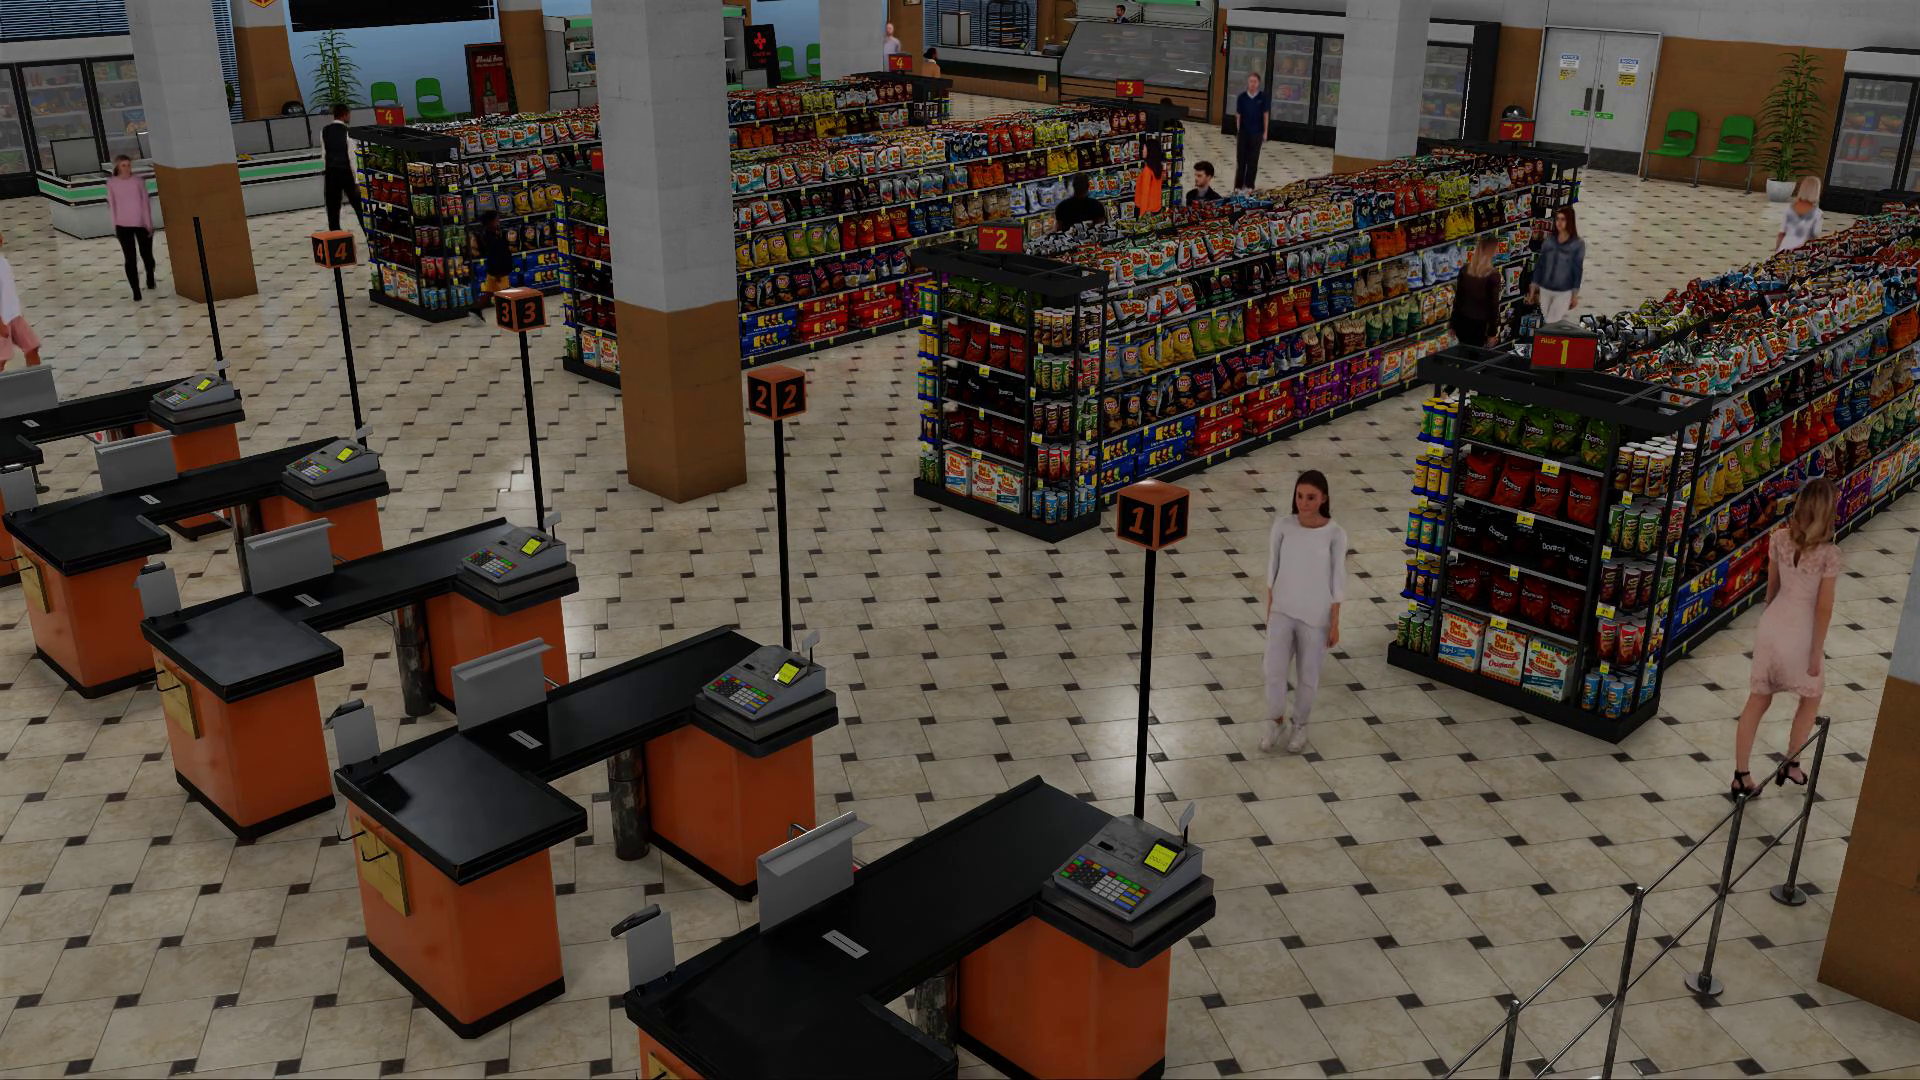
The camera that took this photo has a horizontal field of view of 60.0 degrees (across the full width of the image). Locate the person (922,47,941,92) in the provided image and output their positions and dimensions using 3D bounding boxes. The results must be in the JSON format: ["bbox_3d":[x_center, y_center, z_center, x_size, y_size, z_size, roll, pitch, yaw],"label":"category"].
[{"bbox_3d":[-0.511,-8.080,30.343,0.614,1.754,0.690,-16,27,-34],"label":"person"}]

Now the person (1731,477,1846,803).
[{"bbox_3d":[4.290,0.572,8.738,0.848,1.807,0.721,-12,25,-28],"label":"person"}]

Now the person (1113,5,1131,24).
[{"bbox_3d":[3.711,-11.415,38.493,0.630,1.866,0.550,20,30,41],"label":"person"}]

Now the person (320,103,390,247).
[{"bbox_3d":[-8.159,-4.730,21.830,1.099,1.884,1.181,0,22,0],"label":"person"}]

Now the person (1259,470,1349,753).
[{"bbox_3d":[1.946,0.387,9.373,0.703,1.678,0.721,7,23,17],"label":"person"}]

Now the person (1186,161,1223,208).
[{"bbox_3d":[2.651,-3.136,17.898,1.233,1.858,0.904,-12,25,-28],"label":"person"}]

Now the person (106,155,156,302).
[{"bbox_3d":[-9.684,-3.677,19.515,1.057,1.657,0.884,-10,24,-23],"label":"person"}]

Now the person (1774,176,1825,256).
[{"bbox_3d":[8.826,-2.972,17.650,0.588,1.739,0.641,19,29,39],"label":"person"}]

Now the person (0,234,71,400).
[{"bbox_3d":[-8.923,-2.054,15.335,1.024,1.763,0.962,0,22,-1],"label":"person"}]

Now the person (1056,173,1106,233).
[{"bbox_3d":[1.229,-2.880,17.374,1.165,1.774,1.300,2,22,6],"label":"person"}]

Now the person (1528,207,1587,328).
[{"bbox_3d":[5.921,-2.430,16.400,1.127,1.666,0.664,-18,28,-38],"label":"person"}]

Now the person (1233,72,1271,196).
[{"bbox_3d":[4.502,-6.265,25.716,1.027,1.836,1.185,5,22,12],"label":"person"}]

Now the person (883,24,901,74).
[{"bbox_3d":[-1.471,-9.673,34.257,1.093,1.792,1.329,5,22,13],"label":"person"}]

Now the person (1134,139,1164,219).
[{"bbox_3d":[2.307,-3.974,20.134,0.754,1.747,0.622,9,23,21],"label":"person"}]

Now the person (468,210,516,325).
[{"bbox_3d":[-5.183,-2.997,18.365,0.888,1.253,0.613,-15,26,-32],"label":"person"}]

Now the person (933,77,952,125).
[{"bbox_3d":[-0.368,-6.095,25.329,1.018,1.810,0.831,-8,23,-19],"label":"person"}]

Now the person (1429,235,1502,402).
[{"bbox_3d":[4.567,-1.887,15.043,1.059,1.671,0.778,-16,27,-34],"label":"person"}]
